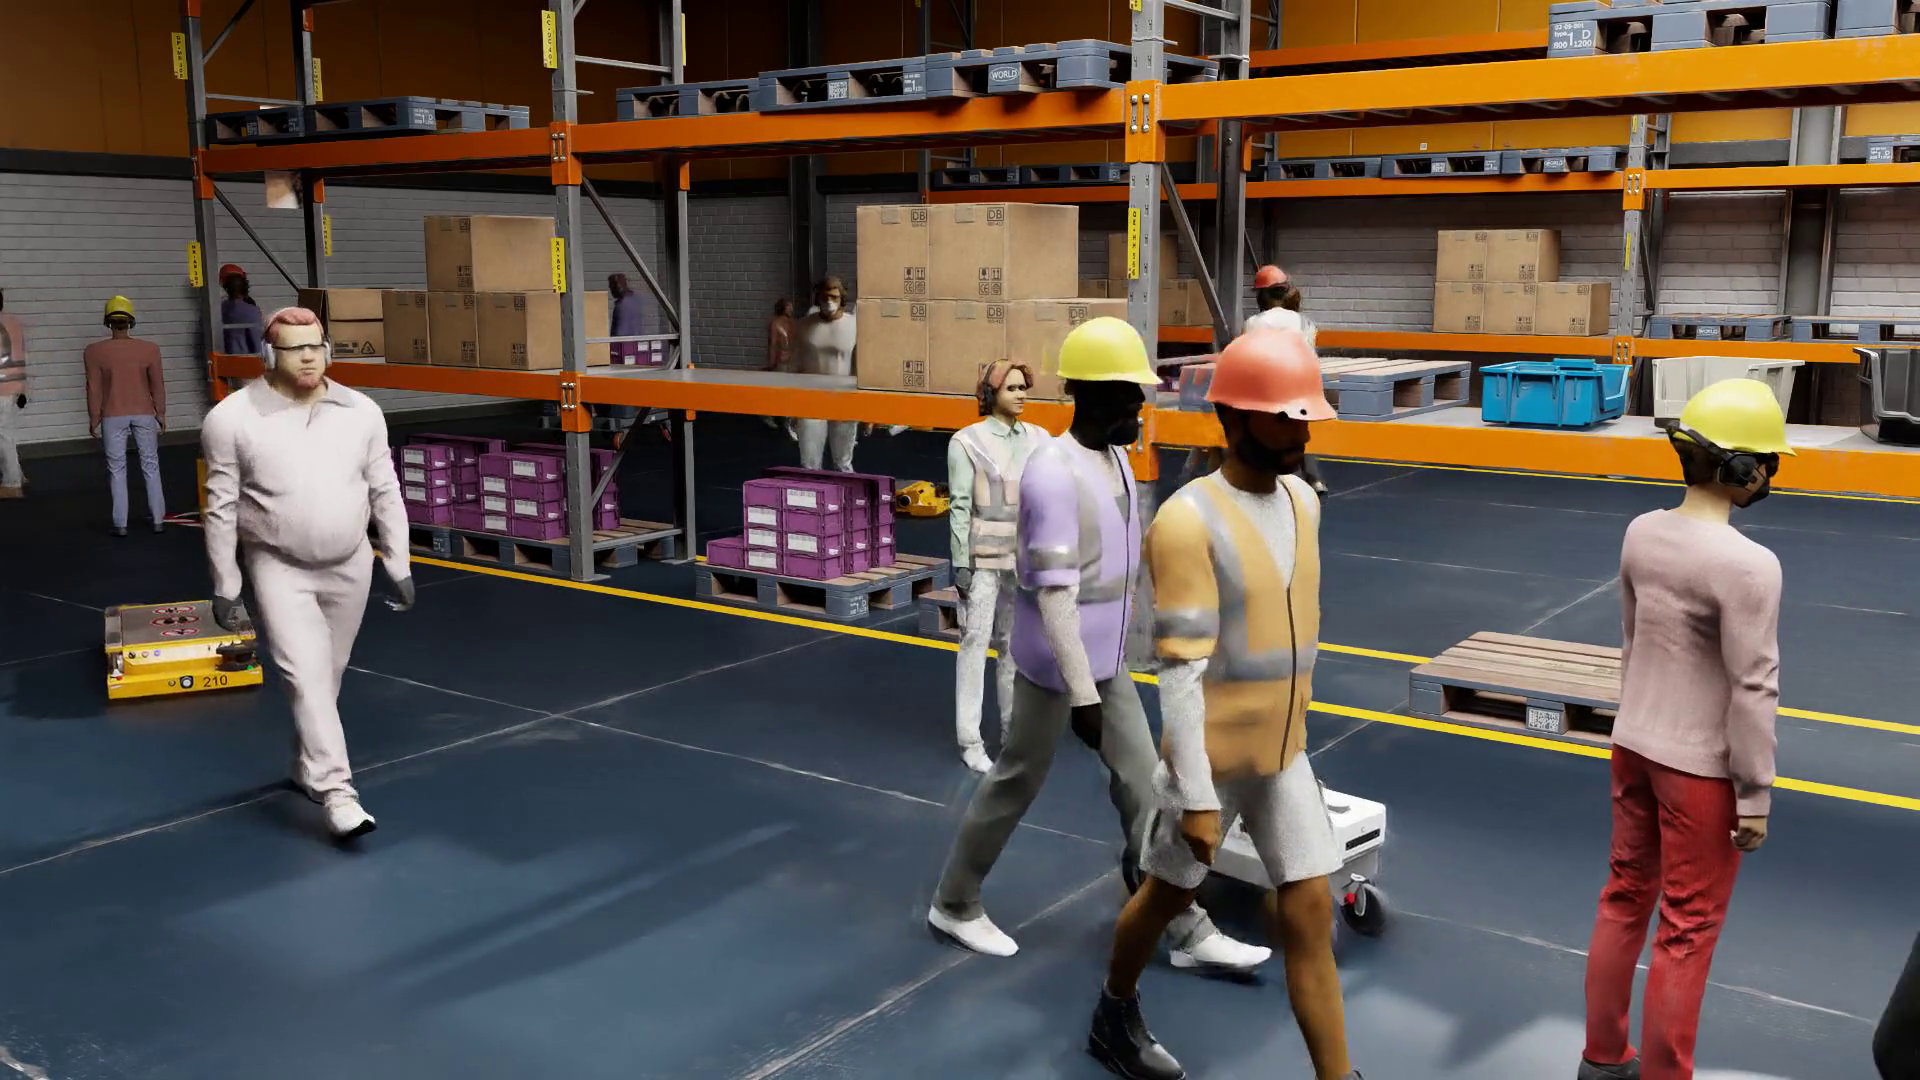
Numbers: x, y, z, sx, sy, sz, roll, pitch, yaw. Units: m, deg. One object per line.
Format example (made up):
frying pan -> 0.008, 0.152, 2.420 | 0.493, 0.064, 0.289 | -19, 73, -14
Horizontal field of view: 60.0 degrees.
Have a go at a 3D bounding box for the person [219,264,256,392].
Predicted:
person -> -7.892, -2.019, 18.221 | 0.608, 1.987, 0.388 | 9, 13, 42

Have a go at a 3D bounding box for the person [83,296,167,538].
person -> -6.118, -0.900, 12.217 | 0.533, 1.768, 0.311 | -7, 12, -37

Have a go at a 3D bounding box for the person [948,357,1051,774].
person -> 0.165, 0.094, 6.658 | 0.514, 1.645, 0.309 | -8, 12, -39

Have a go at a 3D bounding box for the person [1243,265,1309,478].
person -> 2.382, -1.120, 12.893 | 0.640, 1.975, 1.051 | -7, 12, -36

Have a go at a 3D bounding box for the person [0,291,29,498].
person -> -8.231, -1.257, 14.167 | 0.485, 1.829, 0.634 | -2, 10, -10

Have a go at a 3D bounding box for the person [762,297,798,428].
person -> -2.092, -2.102, 19.887 | 0.887, 1.594, 0.514 | 6, 11, 30

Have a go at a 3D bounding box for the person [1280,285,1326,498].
person -> 2.723, -1.185, 13.747 | 0.518, 1.827, 0.760 | -6, 11, -33

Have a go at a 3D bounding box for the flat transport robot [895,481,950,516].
flat transport robot -> -0.801, -0.359, 13.440 | 1.431, 0.197, 0.652 | 2, 10, 13

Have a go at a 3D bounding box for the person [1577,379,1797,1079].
person -> 1.700, 0.511, 3.841 | 0.334, 1.764, 0.523 | -2, 10, -11

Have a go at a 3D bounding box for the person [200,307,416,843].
person -> -2.275, 0.110, 5.921 | 0.669, 1.850, 0.980 | -9, 13, -42

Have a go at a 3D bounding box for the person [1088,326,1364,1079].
person -> 0.638, 0.460, 3.788 | 0.566, 1.883, 1.011 | -8, 12, -38

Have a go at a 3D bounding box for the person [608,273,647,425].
person -> -4.086, -2.318, 20.373 | 0.498, 1.876, 0.679 | -1, 10, -5

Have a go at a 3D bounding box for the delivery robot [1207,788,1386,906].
delivery robot -> 0.928, 0.857, 5.074 | 0.477, 0.478, 0.707 | -9, 13, -44

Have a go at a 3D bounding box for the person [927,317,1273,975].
person -> 0.354, 0.313, 4.694 | 1.036, 1.867, 0.605 | 5, 11, 27

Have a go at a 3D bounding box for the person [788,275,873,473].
person -> -0.927, -0.894, 11.719 | 0.659, 1.916, 0.786 | 1, 10, 7

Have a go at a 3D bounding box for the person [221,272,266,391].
person -> -7.304, -1.742, 16.796 | 0.635, 1.912, 0.914 | 5, 11, 27

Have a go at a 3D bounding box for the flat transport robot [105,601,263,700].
flat transport robot -> -3.884, 0.507, 8.278 | 0.652, 0.197, 1.431 | -5, 11, -27

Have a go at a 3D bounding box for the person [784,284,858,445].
person -> -1.575, -1.972, 18.453 | 0.907, 1.834, 0.492 | 8, 12, 39

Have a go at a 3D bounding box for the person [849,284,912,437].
person -> -1.047, -2.052, 18.928 | 0.990, 1.817, 0.526 | 4, 10, 24
